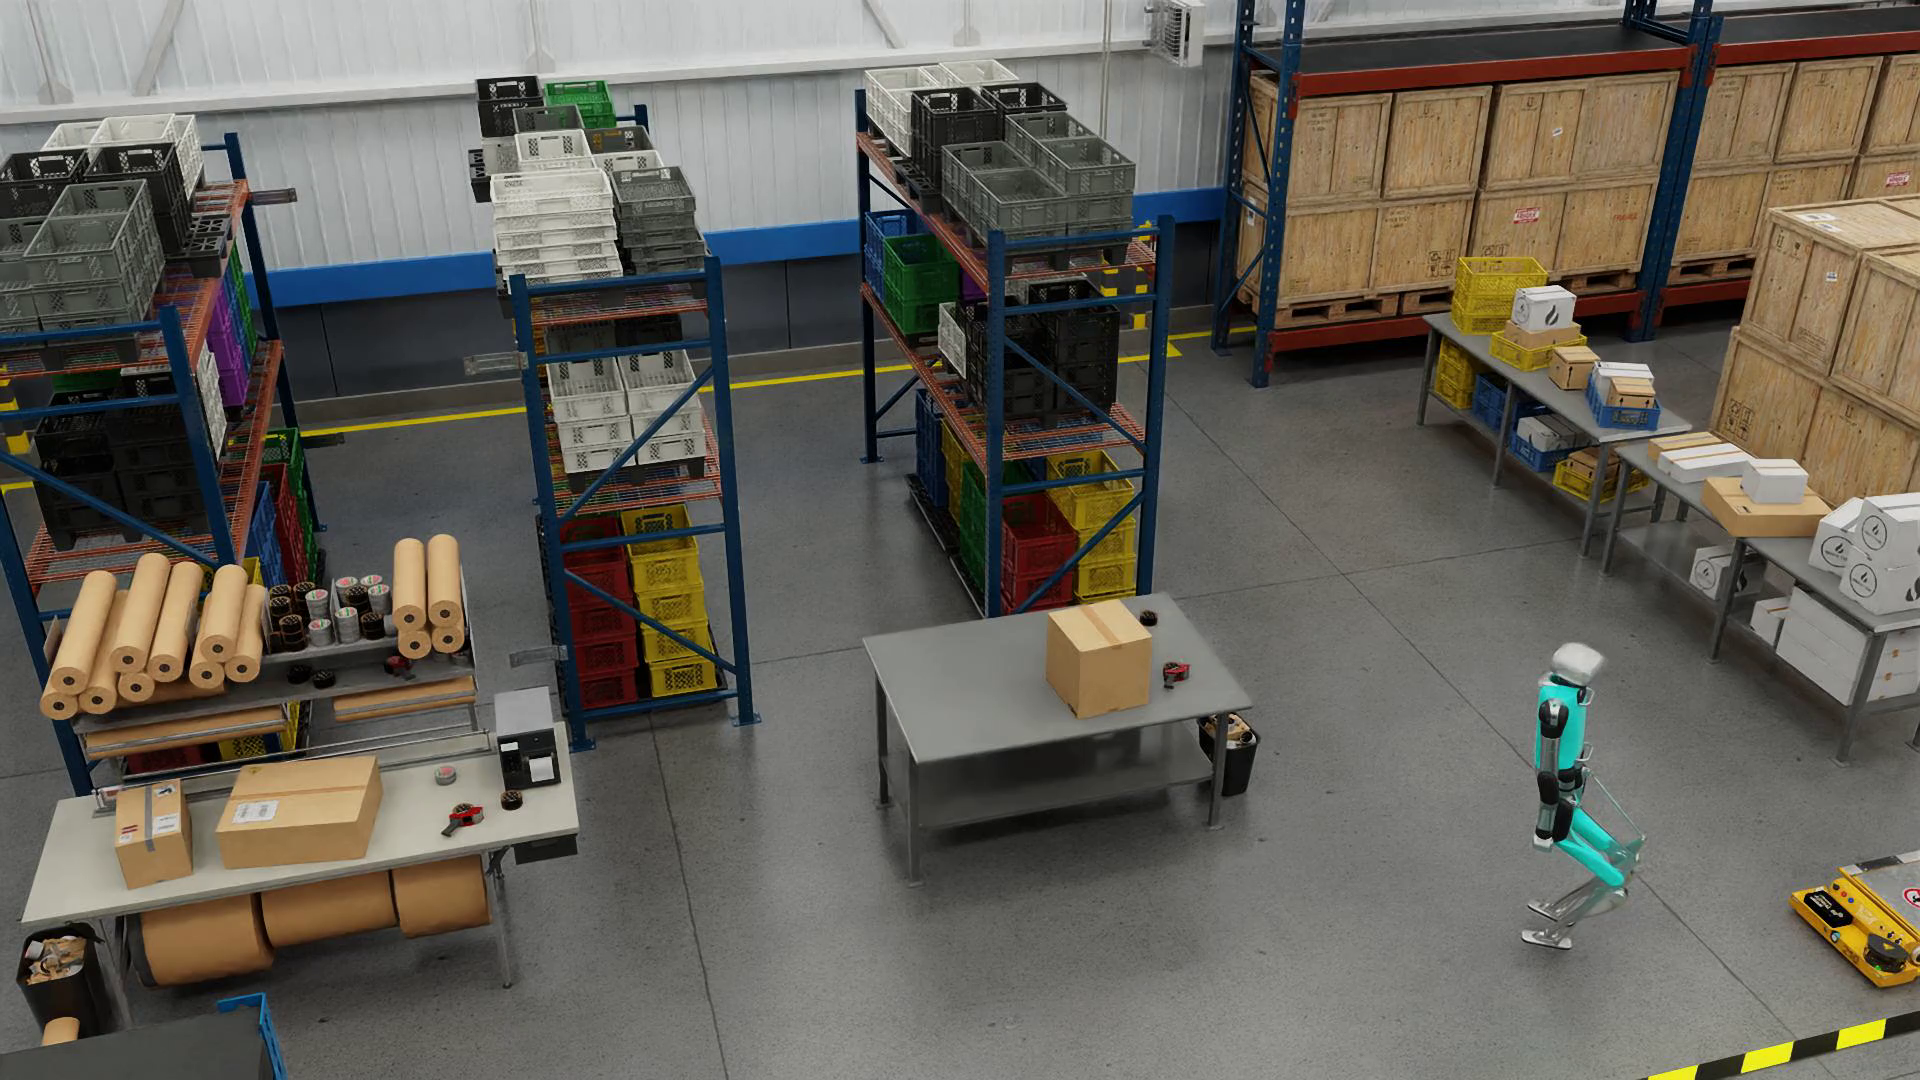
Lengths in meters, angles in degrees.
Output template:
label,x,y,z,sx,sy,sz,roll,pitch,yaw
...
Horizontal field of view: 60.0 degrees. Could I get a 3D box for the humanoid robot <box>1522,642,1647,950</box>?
label,x,y,z,sx,sy,sz,roll,pitch,yaw
humanoid robot,3.100,1.307,8.122,0.735,1.675,0.533,15,32,25

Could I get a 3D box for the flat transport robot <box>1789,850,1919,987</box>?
label,x,y,z,sx,sy,sz,roll,pitch,yaw
flat transport robot,5.163,1.916,8.676,1.431,0.231,0.659,-8,30,-14
